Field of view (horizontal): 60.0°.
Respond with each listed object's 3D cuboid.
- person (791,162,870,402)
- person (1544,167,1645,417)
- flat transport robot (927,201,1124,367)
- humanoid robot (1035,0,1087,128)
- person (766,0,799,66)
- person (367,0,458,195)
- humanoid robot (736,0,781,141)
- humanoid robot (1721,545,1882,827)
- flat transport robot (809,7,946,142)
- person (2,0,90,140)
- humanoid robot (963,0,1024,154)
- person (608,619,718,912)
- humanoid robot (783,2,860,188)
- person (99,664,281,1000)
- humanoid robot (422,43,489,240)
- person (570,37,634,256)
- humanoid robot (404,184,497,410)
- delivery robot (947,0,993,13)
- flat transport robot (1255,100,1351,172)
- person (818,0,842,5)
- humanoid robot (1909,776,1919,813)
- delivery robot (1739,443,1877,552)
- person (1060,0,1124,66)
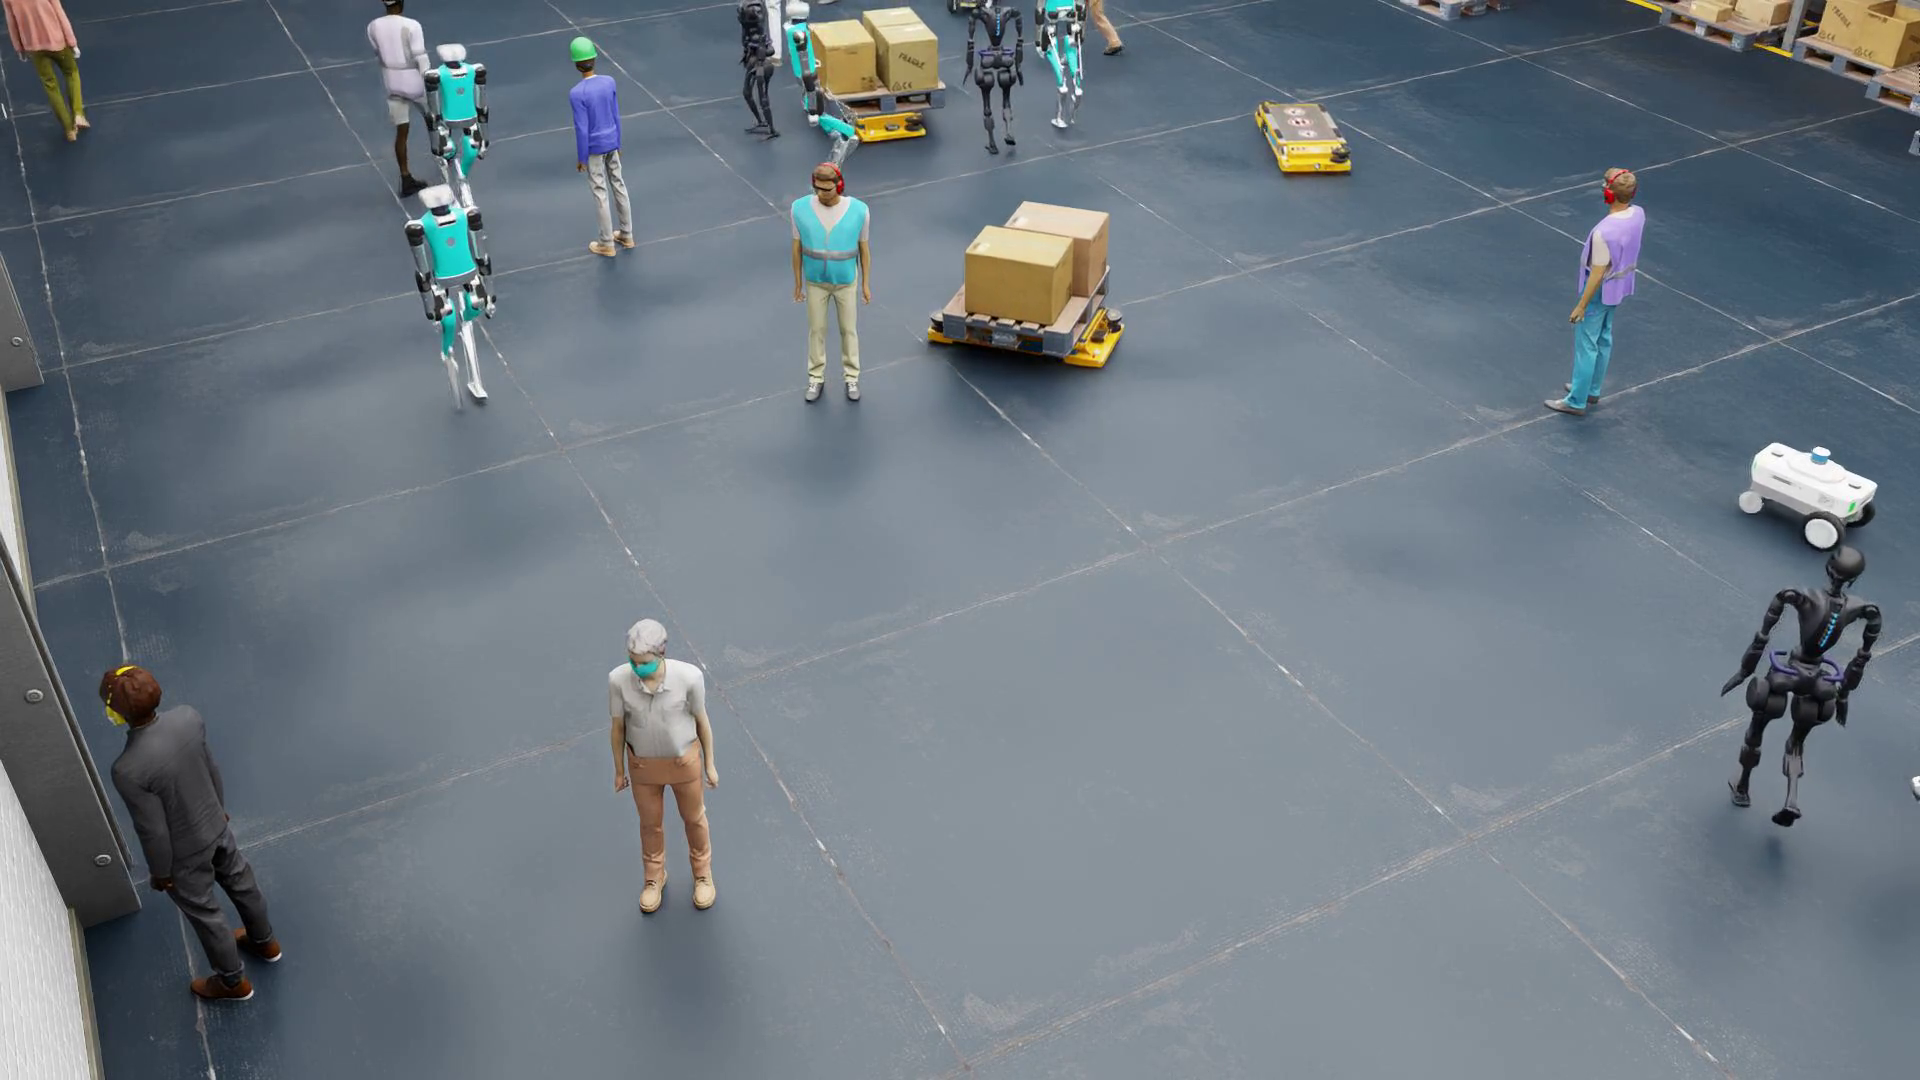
[{"bbox_3d":[-0.921,-1.869,12.017,0.563,1.838,0.391,0,35,0],"label":"person"},{"bbox_3d":[4.563,-1.739,11.829,0.563,1.838,0.385,-30,45,-35],"label":"person"},{"bbox_3d":[0.523,-1.688,13.126,1.431,0.231,0.659,11,37,16],"label":"flat transport robot"},{"bbox_3d":[1.050,-4.838,16.388,0.539,1.847,0.684,-10,36,-14],"label":"humanoid robot"},{"bbox_3d":[-1.944,-6.106,18.039,0.571,1.876,0.351,-15,38,-21],"label":"person"},{"bbox_3d":[-5.054,-4.209,15.337,0.600,1.855,1.023,6,35,9],"label":"person"},{"bbox_3d":[-1.973,-4.722,16.234,0.352,1.647,0.601,-14,37,-19],"label":"humanoid robot"},{"bbox_3d":[4.217,0.773,8.397,0.608,1.641,0.532,8,36,11],"label":"humanoid robot"},{"bbox_3d":[-0.862,-4.435,17.048,0.659,0.231,1.431,-10,36,-14],"label":"flat transport robot"},{"bbox_3d":[-8.938,-4.828,16.252,0.577,1.821,0.451,-14,37,-19],"label":"person"},{"bbox_3d":[0.332,-4.535,15.968,0.590,1.645,0.386,-6,35,-9],"label":"humanoid robot"},{"bbox_3d":[-1.406,1.068,7.909,0.493,1.736,0.305,-2,35,-3],"label":"person"},{"bbox_3d":[-1.194,-3.995,15.142,0.753,1.790,0.547,-7,36,-10],"label":"humanoid robot"},{"bbox_3d":[-3.453,1.318,7.435,0.344,1.874,0.496,10,36,14],"label":"person"},{"bbox_3d":[-4.432,-3.529,14.514,0.552,1.753,1.022,-21,40,-27],"label":"humanoid robot"},{"bbox_3d":[-3.056,-3.312,14.054,0.358,1.868,0.459,27,43,33],"label":"person"},{"bbox_3d":[-3.653,-1.722,11.974,0.545,1.885,0.732,-20,39,-26],"label":"humanoid robot"},{"bbox_3d":[0.168,-6.616,19.927,0.499,0.610,0.814,9,36,13],"label":"delivery robot"},{"bbox_3d":[3.373,-3.990,16.413,0.659,0.231,1.431,-1,35,-2],"label":"flat transport robot"},{"bbox_3d":[-1.597,-7.409,19.838,0.419,1.938,0.565,-12,37,-17],"label":"person"},{"bbox_3d":[4.967,0.952,7.961,0.735,1.677,0.533,7,36,10],"label":"humanoid robot"},{"bbox_3d":[5.587,-0.331,10.930,0.499,0.584,0.783,-27,43,-33],"label":"delivery robot"},{"bbox_3d":[1.445,-6.030,18.143,0.816,1.618,0.505,-20,40,-26],"label":"person"}]
